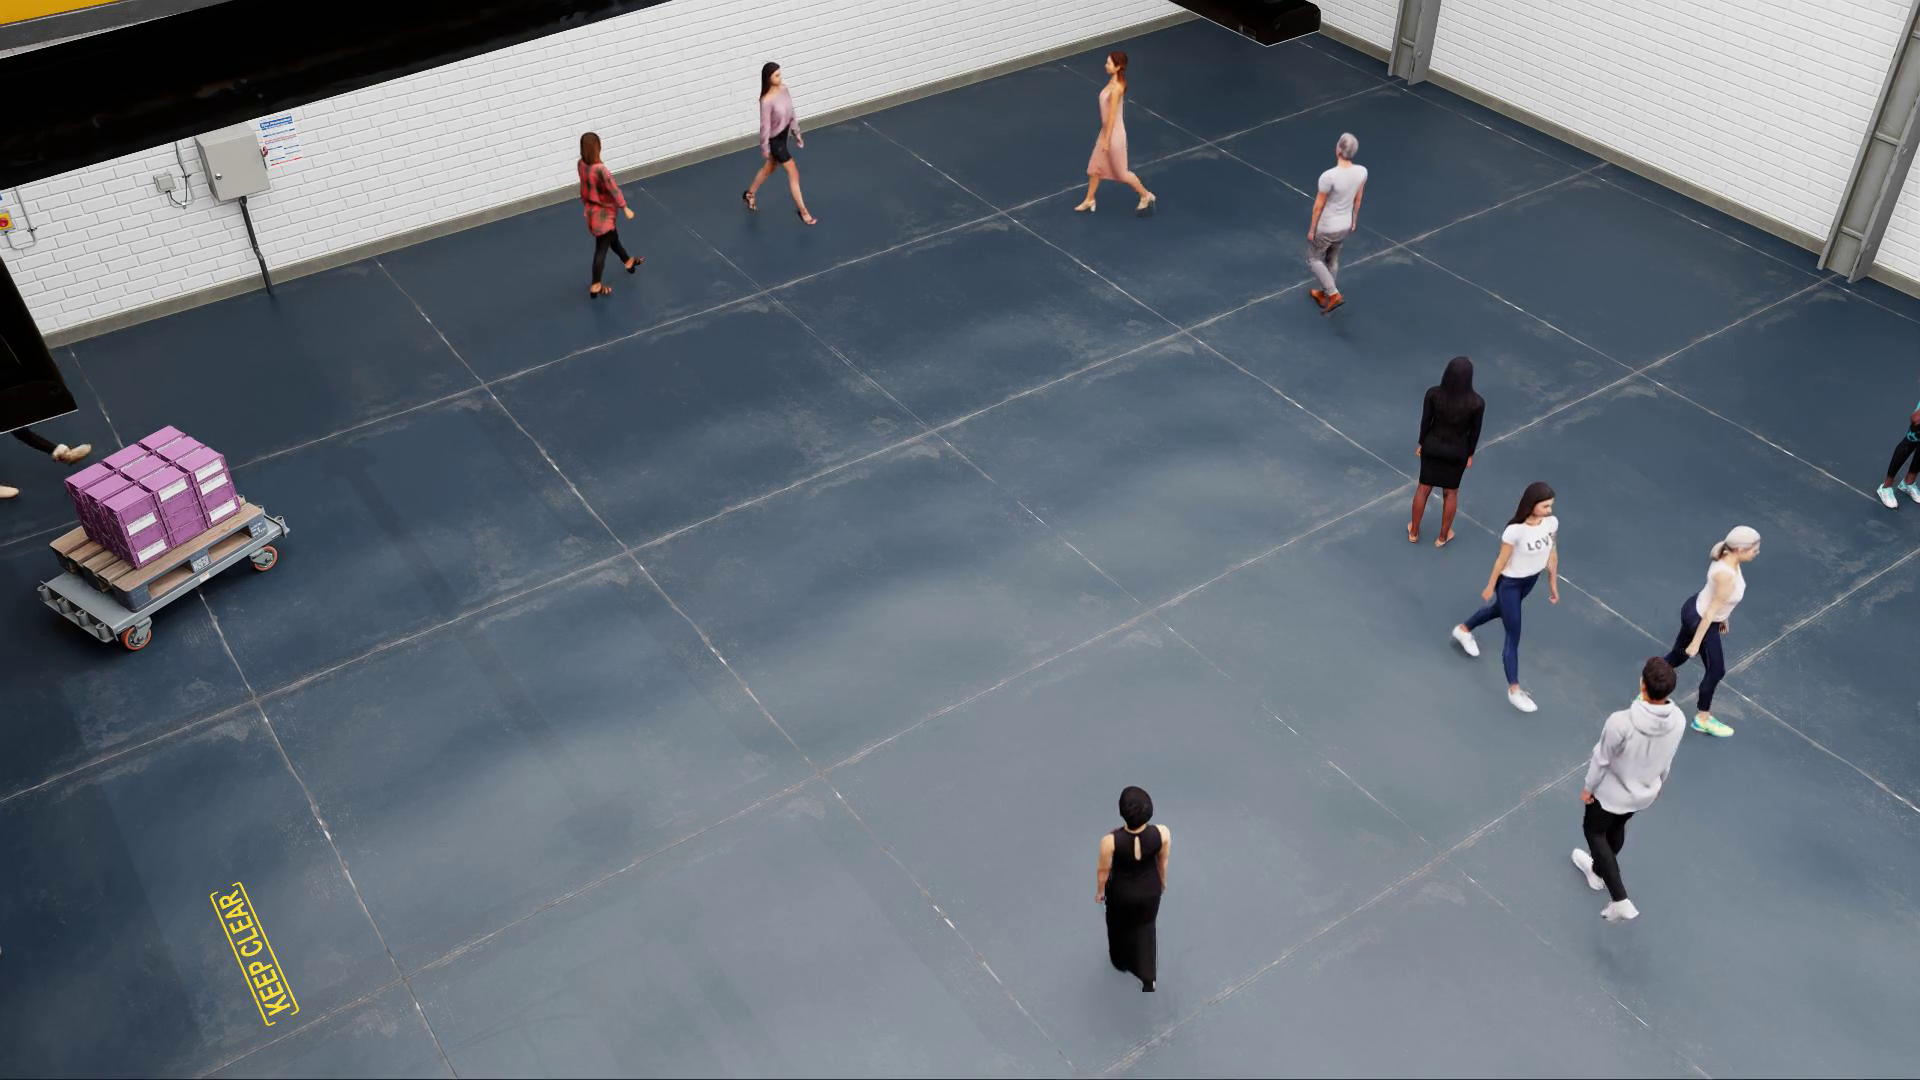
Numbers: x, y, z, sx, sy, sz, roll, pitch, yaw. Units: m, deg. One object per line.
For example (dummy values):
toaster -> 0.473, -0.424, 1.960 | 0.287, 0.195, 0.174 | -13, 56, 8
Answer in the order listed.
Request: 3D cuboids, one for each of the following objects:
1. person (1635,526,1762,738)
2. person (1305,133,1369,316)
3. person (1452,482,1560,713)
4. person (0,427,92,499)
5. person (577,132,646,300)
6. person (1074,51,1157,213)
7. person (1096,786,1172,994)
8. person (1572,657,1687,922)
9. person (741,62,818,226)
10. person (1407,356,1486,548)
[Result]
person -> 5.060, 0.571, 11.571 | 1.023, 1.678, 0.893 | 17, 42, 20
person -> 3.609, -2.963, 15.888 | 0.767, 1.812, 0.905 | -17, 42, -20
person -> 3.913, 0.278, 11.899 | 0.631, 1.727, 1.182 | -20, 43, -23
person -> -7.802, -1.086, 13.688 | 1.101, 1.625, 0.939 | 26, 45, 29
person -> -3.548, -3.126, 16.204 | 0.771, 1.671, 0.962 | -32, 48, -33
person -> 1.701, -4.224, 17.481 | 1.049, 1.796, 1.111 | -2, 39, -2
person -> 1.033, 2.102, 9.726 | 0.768, 1.588, 0.873 | -6, 39, -7
person -> 4.096, 1.569, 10.139 | 0.927, 1.905, 1.101 | -4, 39, -5
person -> -1.994, -4.144, 17.408 | 1.209, 1.760, 1.027 | 13, 41, 16
person -> 3.828, -0.699, 13.126 | 0.635, 1.721, 0.748 | 14, 41, 17
